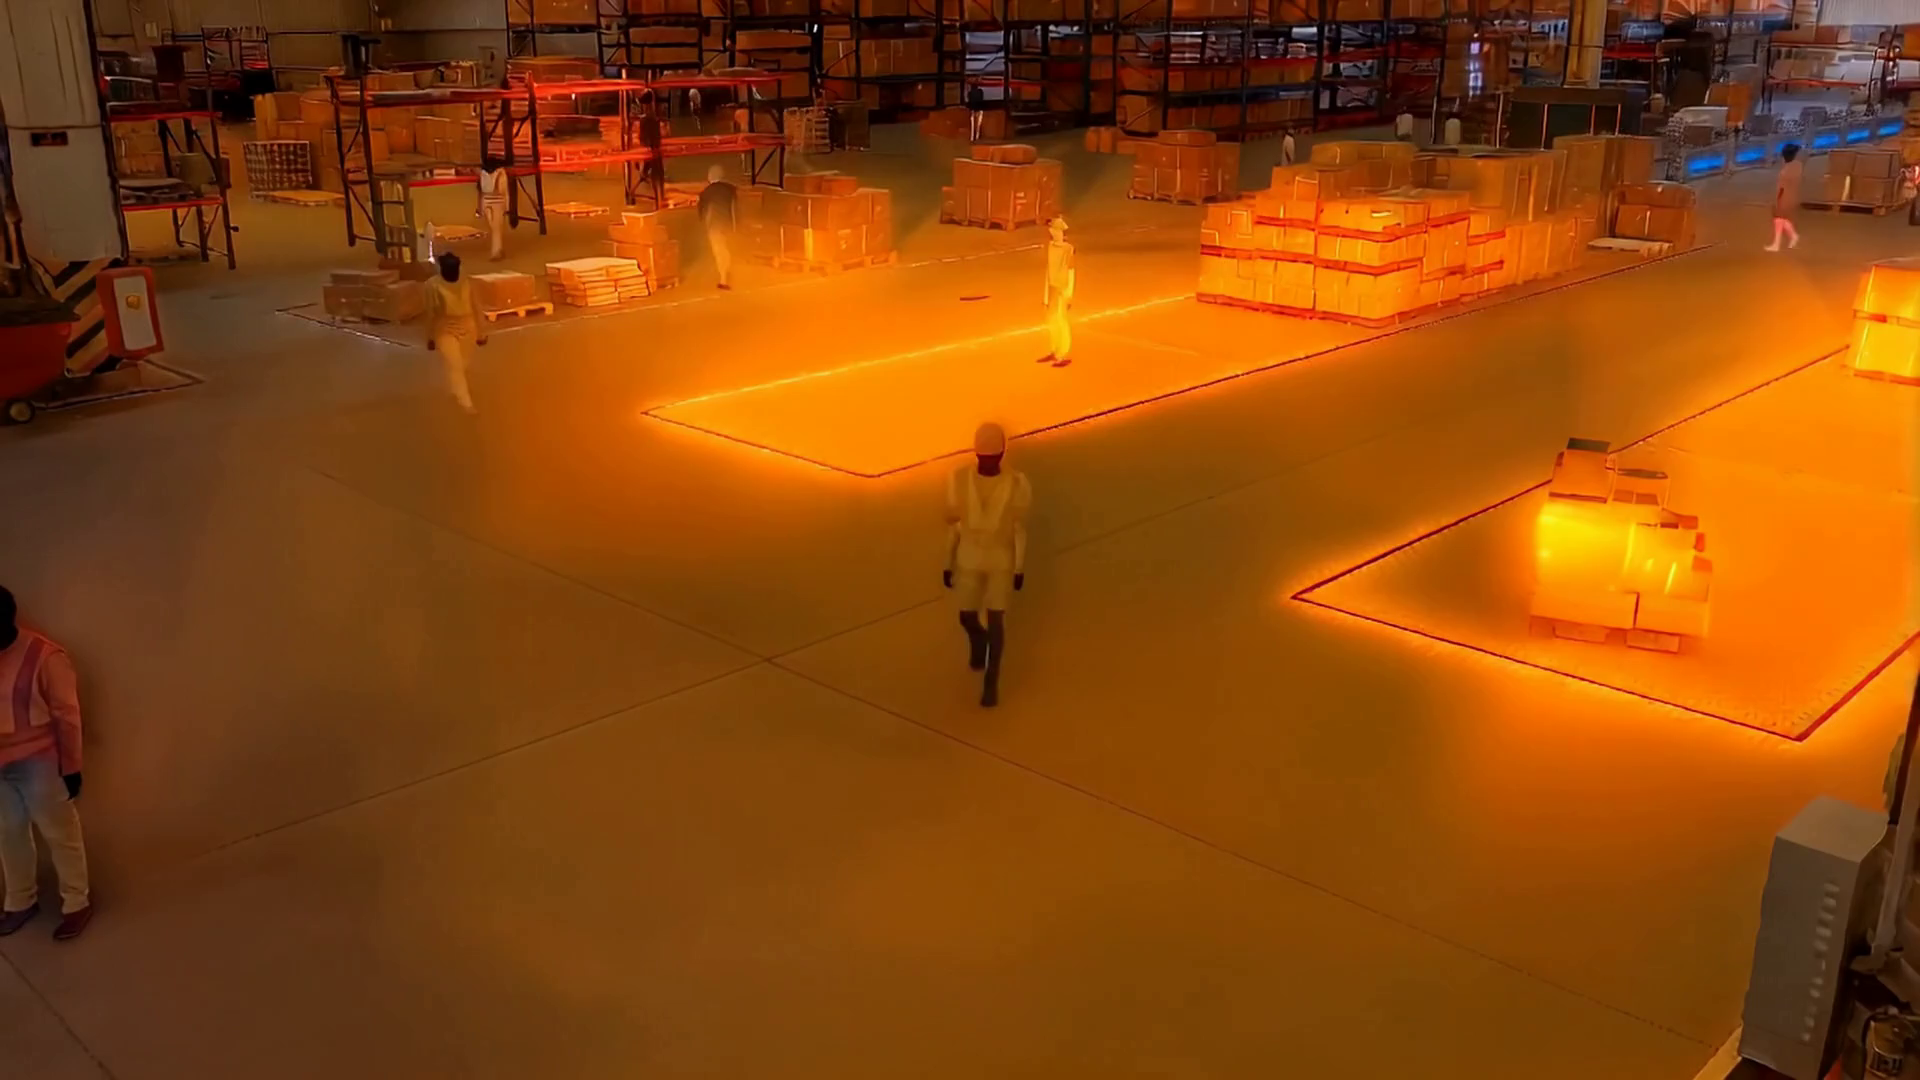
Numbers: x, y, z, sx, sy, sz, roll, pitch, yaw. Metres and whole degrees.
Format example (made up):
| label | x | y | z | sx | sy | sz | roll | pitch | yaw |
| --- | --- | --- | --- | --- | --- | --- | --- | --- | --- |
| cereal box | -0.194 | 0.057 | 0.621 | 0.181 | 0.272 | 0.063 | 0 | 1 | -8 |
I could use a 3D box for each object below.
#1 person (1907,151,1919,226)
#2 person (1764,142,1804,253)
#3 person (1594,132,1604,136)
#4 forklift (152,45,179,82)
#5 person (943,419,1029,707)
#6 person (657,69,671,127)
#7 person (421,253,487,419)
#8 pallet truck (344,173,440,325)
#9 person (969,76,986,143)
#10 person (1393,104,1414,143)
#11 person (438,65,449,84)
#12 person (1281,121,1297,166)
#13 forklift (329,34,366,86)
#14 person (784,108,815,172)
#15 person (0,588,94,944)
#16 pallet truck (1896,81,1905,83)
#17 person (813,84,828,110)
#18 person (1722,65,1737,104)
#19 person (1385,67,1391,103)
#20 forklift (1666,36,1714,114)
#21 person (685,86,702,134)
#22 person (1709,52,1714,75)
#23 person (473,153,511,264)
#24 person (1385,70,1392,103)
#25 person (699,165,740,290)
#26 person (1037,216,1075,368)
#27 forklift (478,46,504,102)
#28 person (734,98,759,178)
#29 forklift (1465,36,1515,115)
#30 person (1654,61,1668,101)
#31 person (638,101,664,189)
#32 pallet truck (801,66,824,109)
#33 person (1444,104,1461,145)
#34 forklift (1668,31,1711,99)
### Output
| label | x | y | z | sx | sy | sz | roll | pitch | yaw |
| --- | --- | --- | --- | --- | --- | --- | --- | --- | --- |
| person | 19.141 | -7.206 | 32.966 | 0.379 | 1.938 | 0.547 | 17 | 25 | 42 |
| person | 14.698 | -6.065 | 29.504 | 0.637 | 1.952 | 0.498 | -13 | 22 | -34 |
| person | 12.846 | -7.370 | 33.739 | 0.556 | 1.747 | 0.485 | -15 | 23 | -37 |
| forklift | -25.011 | -14.211 | 52.597 | 1.129 | 2.768 | 1.873 | 17 | 25 | 41 |
| person | 0.178 | 0.110 | 10.949 | 0.566 | 1.922 | 0.600 | 3 | 19 | 8 |
| person | -10.085 | -15.051 | 56.649 | 0.589 | 1.912 | 0.390 | 13 | 23 | 35 |
| person | -5.586 | -2.292 | 18.401 | 0.631 | 1.795 | 1.001 | -15 | 23 | -38 |
| pallet truck | -8.209 | -4.181 | 23.757 | 0.823 | 1.965 | 1.885 | 3 | 19 | 9 |
| person | 0.534 | -13.133 | 50.733 | 0.381 | 1.996 | 0.608 | -15 | 24 | -38 |
| person | 11.780 | -10.759 | 44.192 | 0.510 | 1.611 | 0.422 | 3 | 19 | 8 |
| person | -18.331 | -15.942 | 59.285 | 0.379 | 1.937 | 0.547 | 6 | 19 | 17 |
| person | 6.923 | -7.850 | 35.004 | 0.328 | 1.877 | 0.513 | 0 | 18 | 0 |
| forklift | -23.563 | -18.265 | 64.811 | 1.129 | 2.768 | 1.873 | 17 | 25 | 41 |
| person | -4.203 | -10.279 | 42.763 | 0.869 | 1.586 | 0.535 | -7 | 20 | -20 |
| person | -4.584 | 1.096 | 8.103 | 0.622 | 1.845 | 0.430 | 2 | 19 | 7 |
| pallet truck | 34.802 | -16.331 | 61.455 | 0.653 | 1.274 | 1.630 | 17 | 25 | 41 |
| person | -4.407 | -13.613 | 52.741 | 0.548 | 1.638 | 0.312 | 3 | 19 | 8 |
| person | 27.421 | -15.962 | 59.369 | 0.404 | 1.922 | 0.578 | 3 | 19 | 8 |
| person | 16.236 | -17.101 | 63.172 | 0.538 | 1.681 | 0.485 | -8 | 20 | -23 |
| forklift | 27.341 | -17.291 | 61.877 | 1.129 | 2.768 | 1.873 | 17 | 25 | 41 |
| person | -8.618 | -13.950 | 53.708 | 0.481 | 1.686 | 0.555 | 0 | 18 | 1 |
| person | 32.966 | -20.703 | 73.598 | 0.962 | 1.951 | 0.647 | -16 | 24 | -40 |
| person | -8.067 | -5.665 | 28.463 | 0.583 | 1.846 | 0.911 | 9 | 20 | 24 |
| person | 16.107 | -16.932 | 62.786 | 0.606 | 1.599 | 0.570 | 16 | 24 | 39 |
| person | -3.801 | -4.889 | 26.011 | 0.661 | 1.915 | 0.676 | -15 | 23 | -37 |
| person | 1.210 | -3.077 | 20.624 | 0.328 | 1.876 | 0.513 | -12 | 22 | -32 |
| forklift | -14.397 | -13.832 | 51.456 | 1.129 | 2.768 | 1.873 | 17 | 25 | 41 |
| person | -5.330 | -10.019 | 41.445 | 0.630 | 1.937 | 0.373 | 13 | 22 | 33 |
| forklift | 19.973 | -17.201 | 61.605 | 1.873 | 2.768 | 1.129 | 16 | 24 | 40 |
| person | 29.255 | -19.265 | 69.620 | 0.550 | 1.731 | 0.812 | 16 | 24 | 40 |
| person | -7.267 | -9.306 | 39.131 | 0.606 | 2.000 | 0.698 | -16 | 24 | -40 |
| pallet truck | -4.812 | -15.182 | 56.903 | 0.823 | 1.965 | 1.885 | -9 | 21 | -26 |
| person | 11.746 | -9.398 | 39.638 | 0.545 | 1.907 | 0.909 | -13 | 22 | -34 |
| forklift | 30.893 | -19.903 | 69.747 | 1.873 | 2.768 | 1.129 | -4 | 19 | -11 |
